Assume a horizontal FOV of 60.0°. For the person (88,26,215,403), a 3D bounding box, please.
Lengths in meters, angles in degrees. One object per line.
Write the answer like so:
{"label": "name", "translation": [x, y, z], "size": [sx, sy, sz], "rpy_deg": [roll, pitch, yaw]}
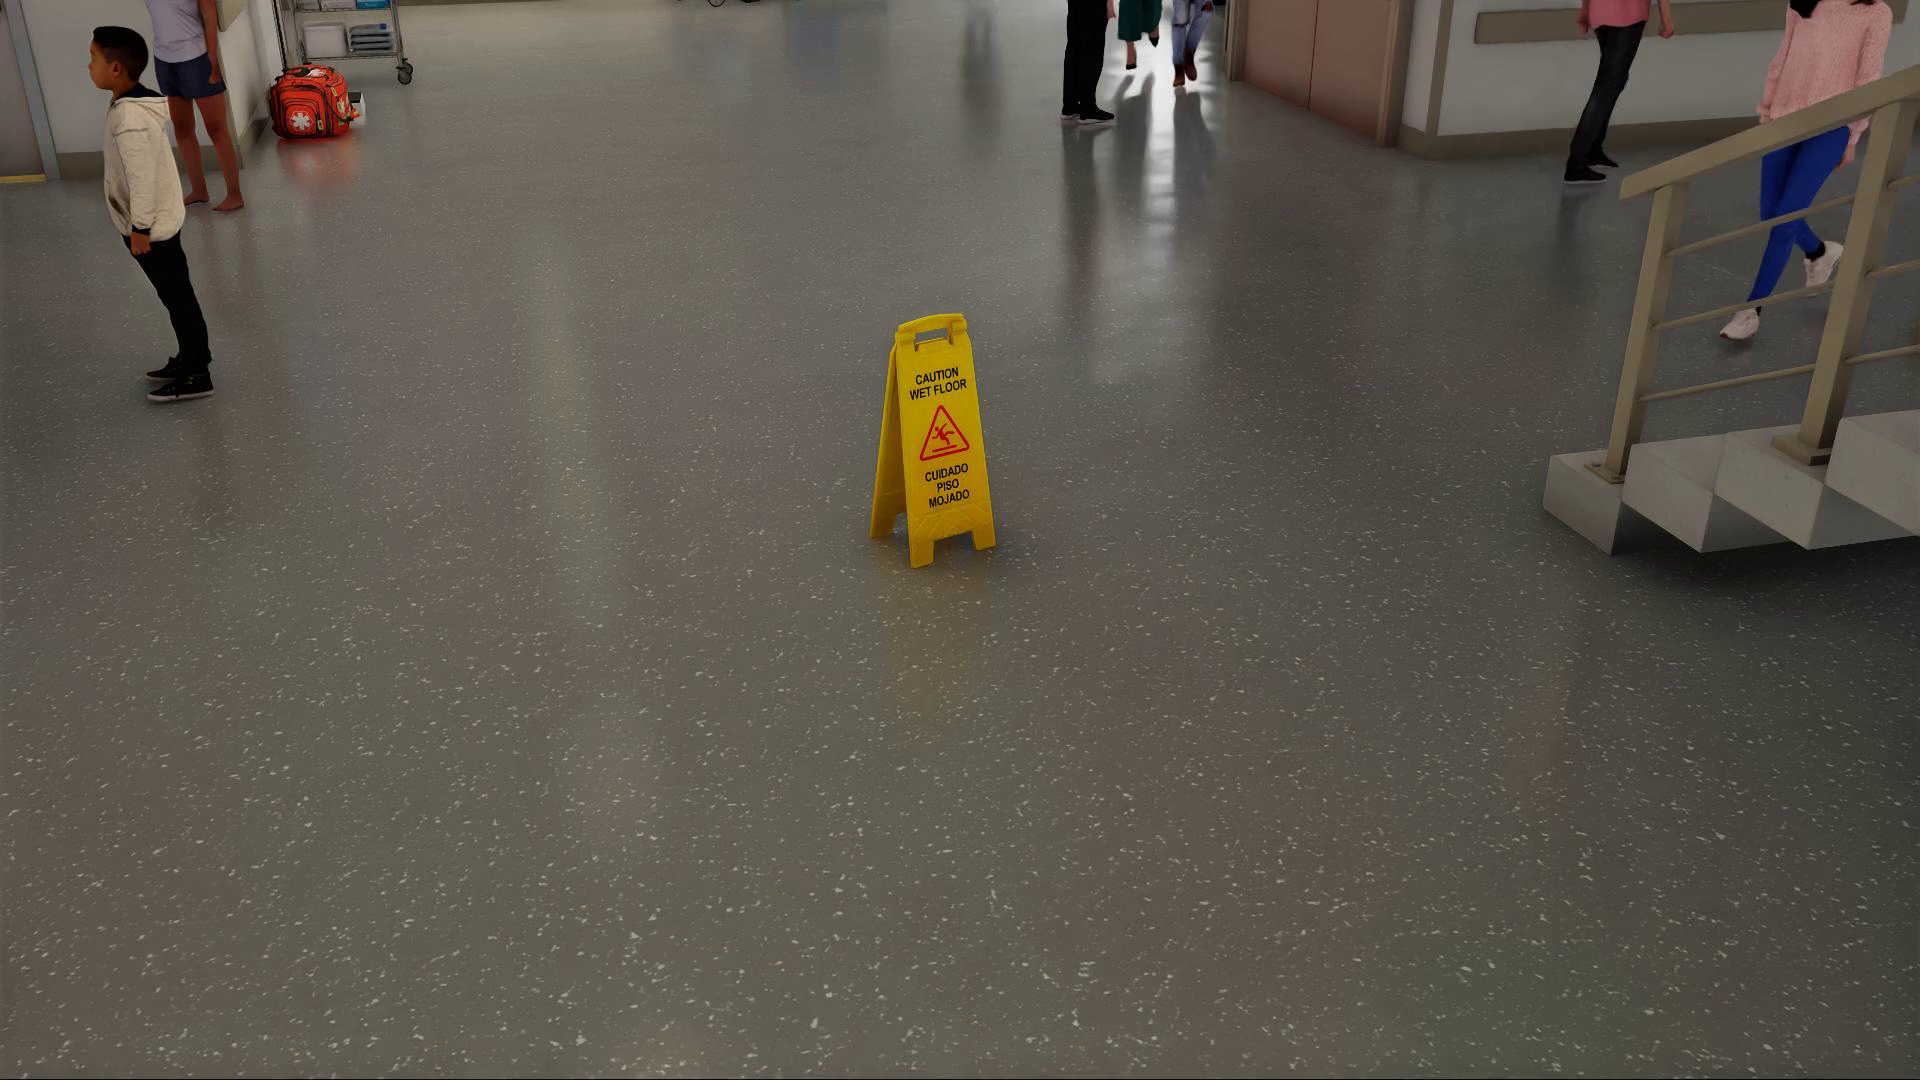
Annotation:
{"label": "person", "translation": [-3.185, -1.281, 6.570], "size": [0.669, 1.455, 0.510], "rpy_deg": [-11, 28, -22]}

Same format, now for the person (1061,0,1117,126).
{"label": "person", "translation": [0.859, -3.752, 11.358], "size": [0.693, 1.746, 0.559], "rpy_deg": [-15, 30, -29]}

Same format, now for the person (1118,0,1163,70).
{"label": "person", "translation": [1.466, -4.666, 13.287], "size": [0.898, 1.717, 1.121], "rpy_deg": [2, 26, 5]}

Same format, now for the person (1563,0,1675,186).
{"label": "person", "translation": [3.728, -3.016, 9.609], "size": [0.717, 1.940, 0.673], "rpy_deg": [-9, 27, -17]}

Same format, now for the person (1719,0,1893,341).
{"label": "person", "translation": [3.717, -1.740, 7.189], "size": [0.940, 1.744, 1.096], "rpy_deg": [-16, 30, -30]}

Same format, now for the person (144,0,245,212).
{"label": "person", "translation": [-4.276, -2.648, 9.210], "size": [0.667, 1.625, 0.702], "rpy_deg": [9, 27, 19]}
